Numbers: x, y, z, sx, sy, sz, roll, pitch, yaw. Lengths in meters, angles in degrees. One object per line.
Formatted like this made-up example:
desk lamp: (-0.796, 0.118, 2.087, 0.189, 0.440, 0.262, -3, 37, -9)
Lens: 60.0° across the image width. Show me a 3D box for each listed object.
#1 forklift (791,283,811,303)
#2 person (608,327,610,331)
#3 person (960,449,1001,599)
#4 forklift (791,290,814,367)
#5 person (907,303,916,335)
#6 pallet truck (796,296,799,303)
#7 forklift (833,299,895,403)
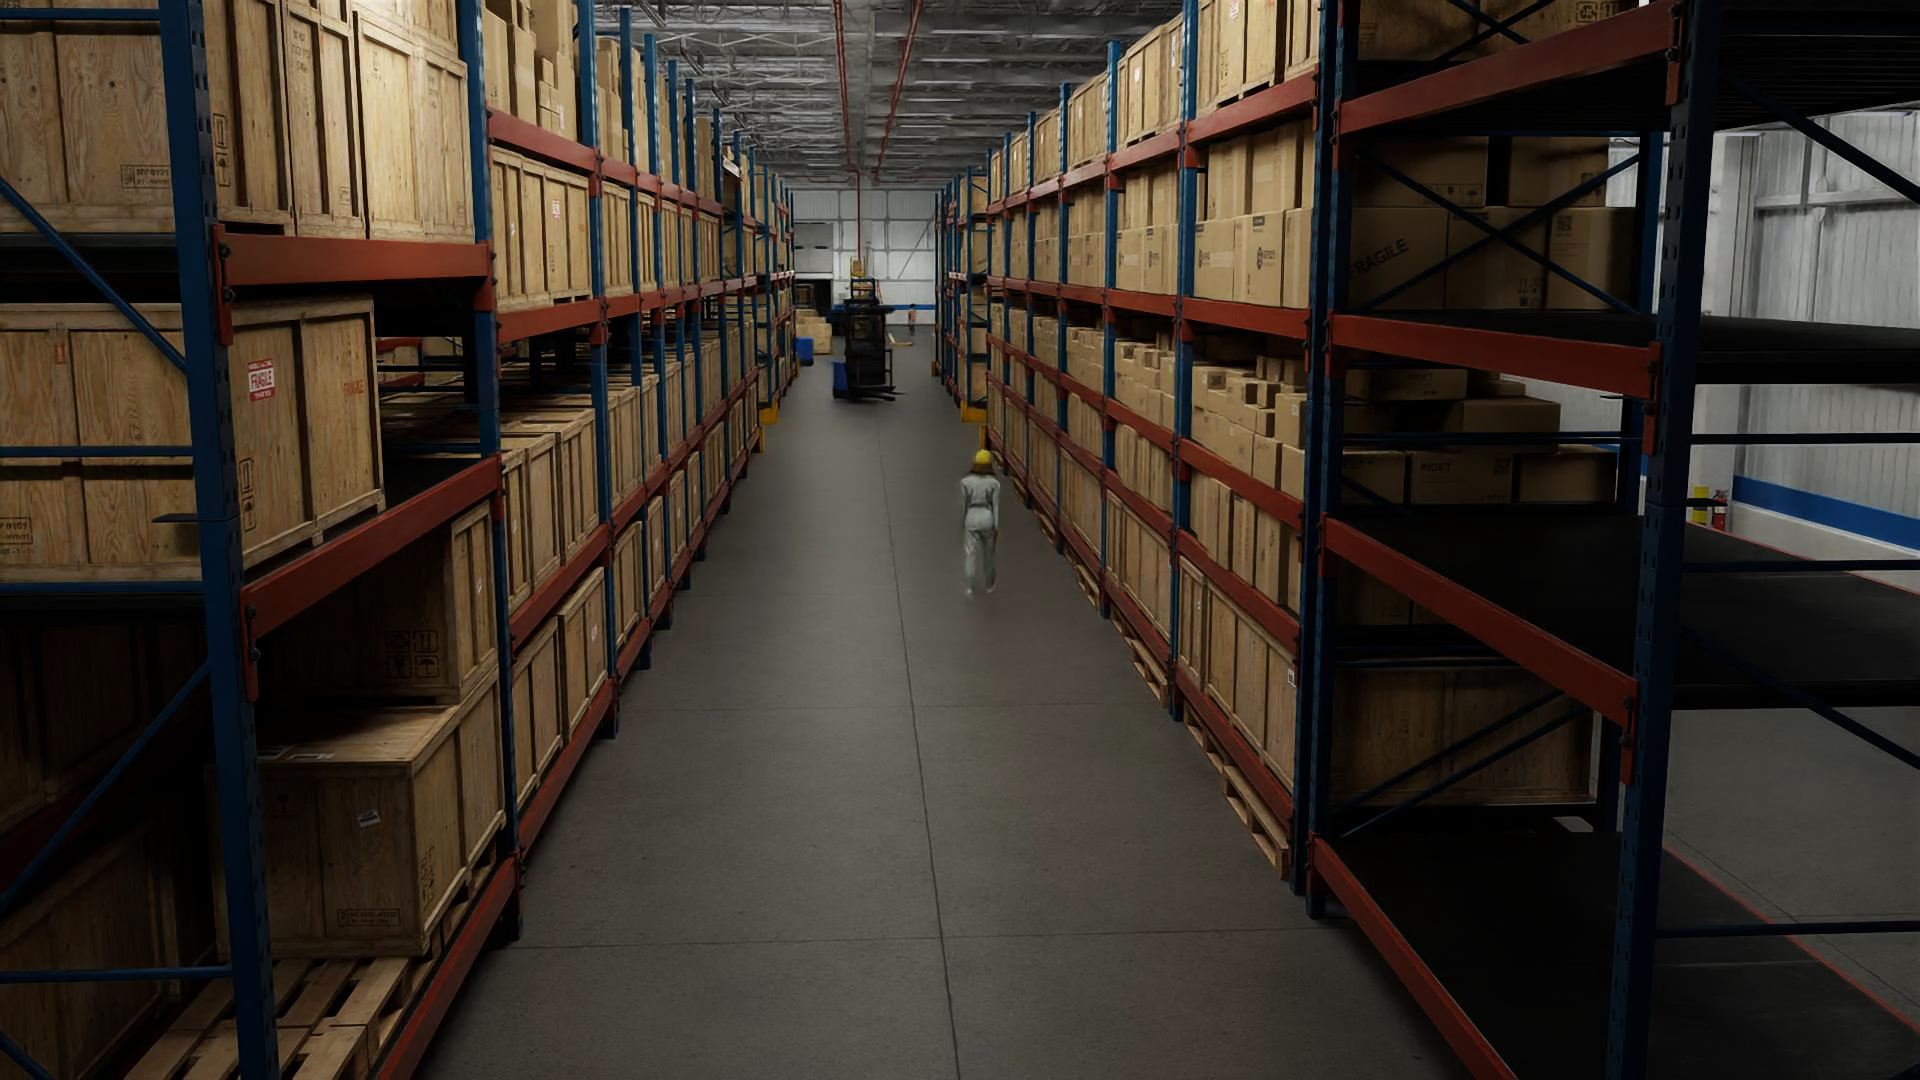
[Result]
forklift: (-7.481, -10.728, 78.548, 1.129, 2.768, 1.873, -2, 10, -10)
person: (-13.811, -7.886, 64.331, 0.846, 1.956, 0.643, -2, 10, -12)
person: (0.229, -0.187, 19.082, 0.488, 1.708, 0.847, 2, 10, 9)
forklift: (-6.295, -7.648, 60.151, 1.129, 2.768, 1.873, 7, 12, 38)
person: (-2.498, -11.496, 86.702, 0.354, 1.682, 0.575, 8, 12, 40)
pallet truck: (-8.622, -12.439, 91.403, 1.885, 1.965, 0.823, 2, 10, 13)
forklift: (-2.692, -5.226, 45.686, 1.129, 2.768, 1.873, -5, 11, -26)
